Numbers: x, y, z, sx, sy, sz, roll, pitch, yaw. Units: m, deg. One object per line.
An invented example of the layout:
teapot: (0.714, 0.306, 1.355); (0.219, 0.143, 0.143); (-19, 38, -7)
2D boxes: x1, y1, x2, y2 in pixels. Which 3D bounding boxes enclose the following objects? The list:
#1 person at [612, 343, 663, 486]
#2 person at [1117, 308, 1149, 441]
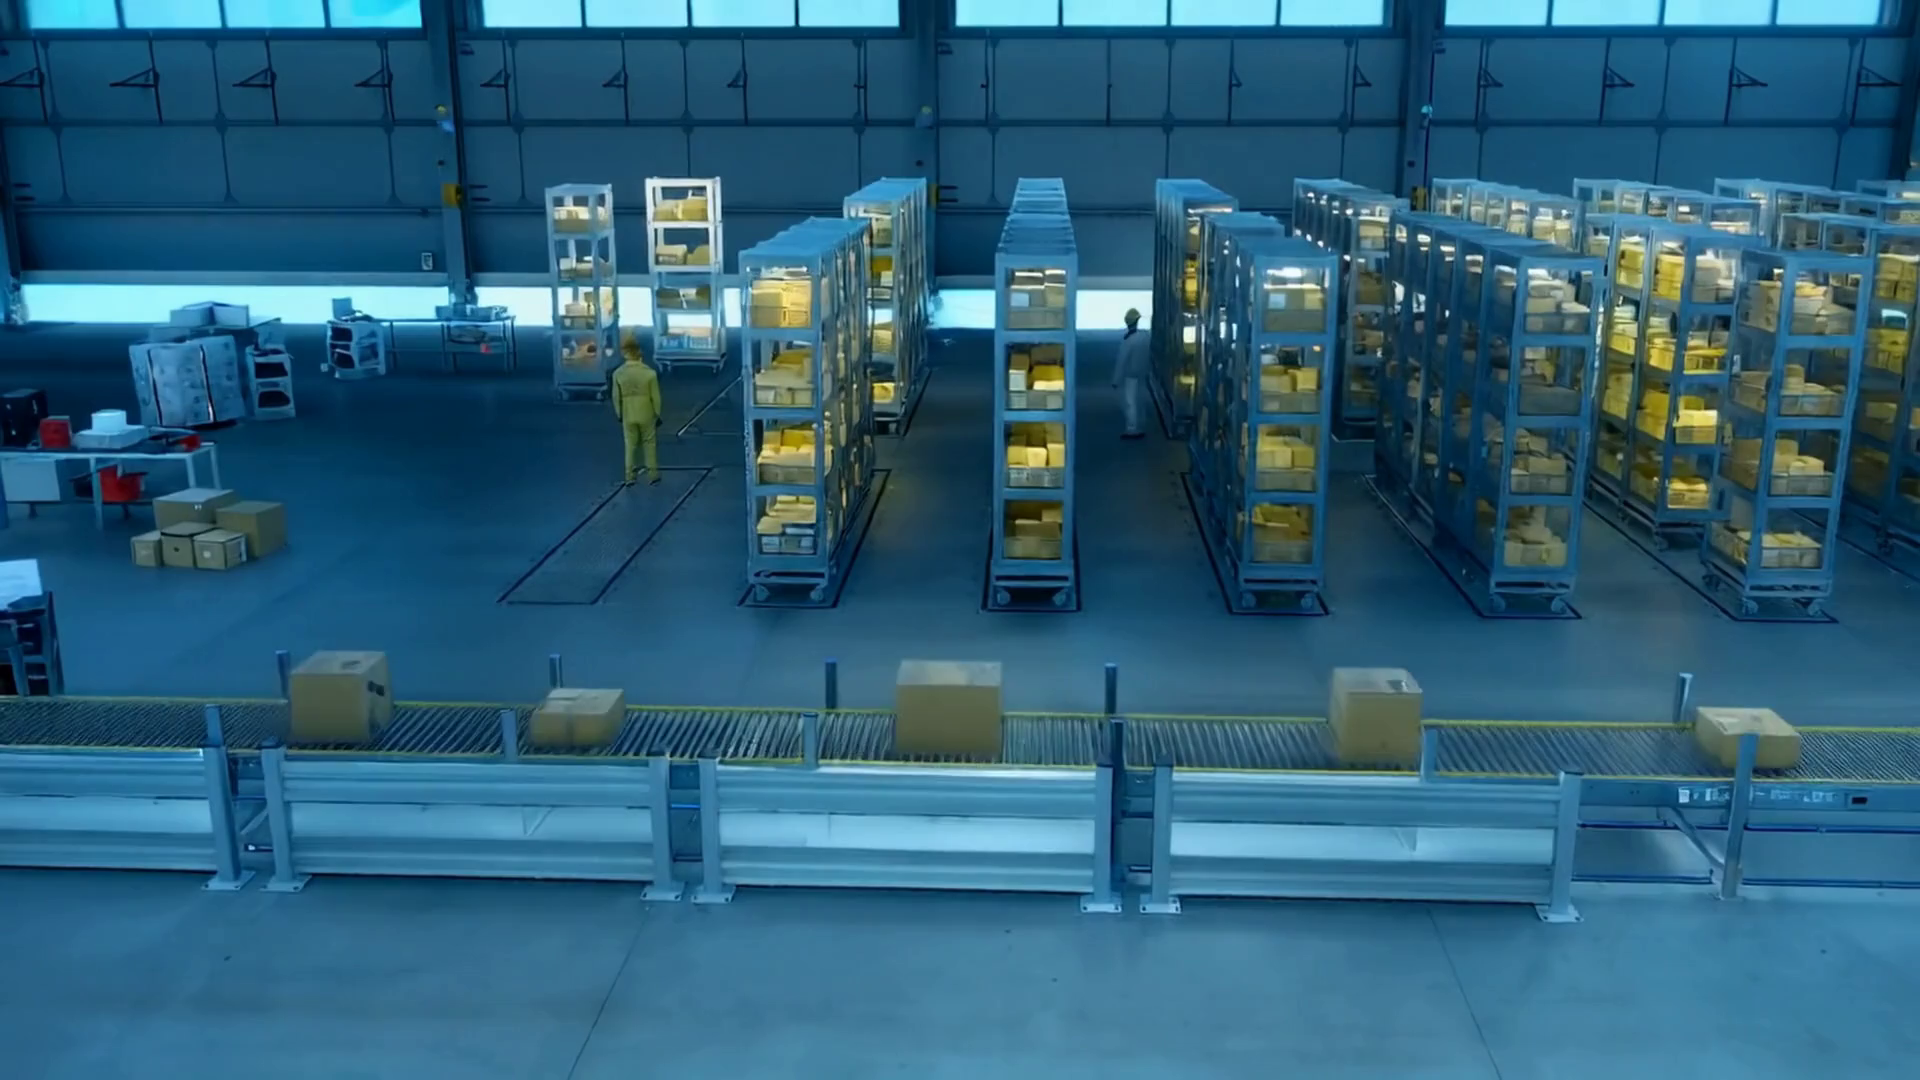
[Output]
person: (-4.262, -1.667, 22.113); (0.651, 1.907, 0.409); (2, 15, 6)
person: (2.592, -2.484, 24.977); (0.395, 1.993, 0.616); (12, 19, 38)
